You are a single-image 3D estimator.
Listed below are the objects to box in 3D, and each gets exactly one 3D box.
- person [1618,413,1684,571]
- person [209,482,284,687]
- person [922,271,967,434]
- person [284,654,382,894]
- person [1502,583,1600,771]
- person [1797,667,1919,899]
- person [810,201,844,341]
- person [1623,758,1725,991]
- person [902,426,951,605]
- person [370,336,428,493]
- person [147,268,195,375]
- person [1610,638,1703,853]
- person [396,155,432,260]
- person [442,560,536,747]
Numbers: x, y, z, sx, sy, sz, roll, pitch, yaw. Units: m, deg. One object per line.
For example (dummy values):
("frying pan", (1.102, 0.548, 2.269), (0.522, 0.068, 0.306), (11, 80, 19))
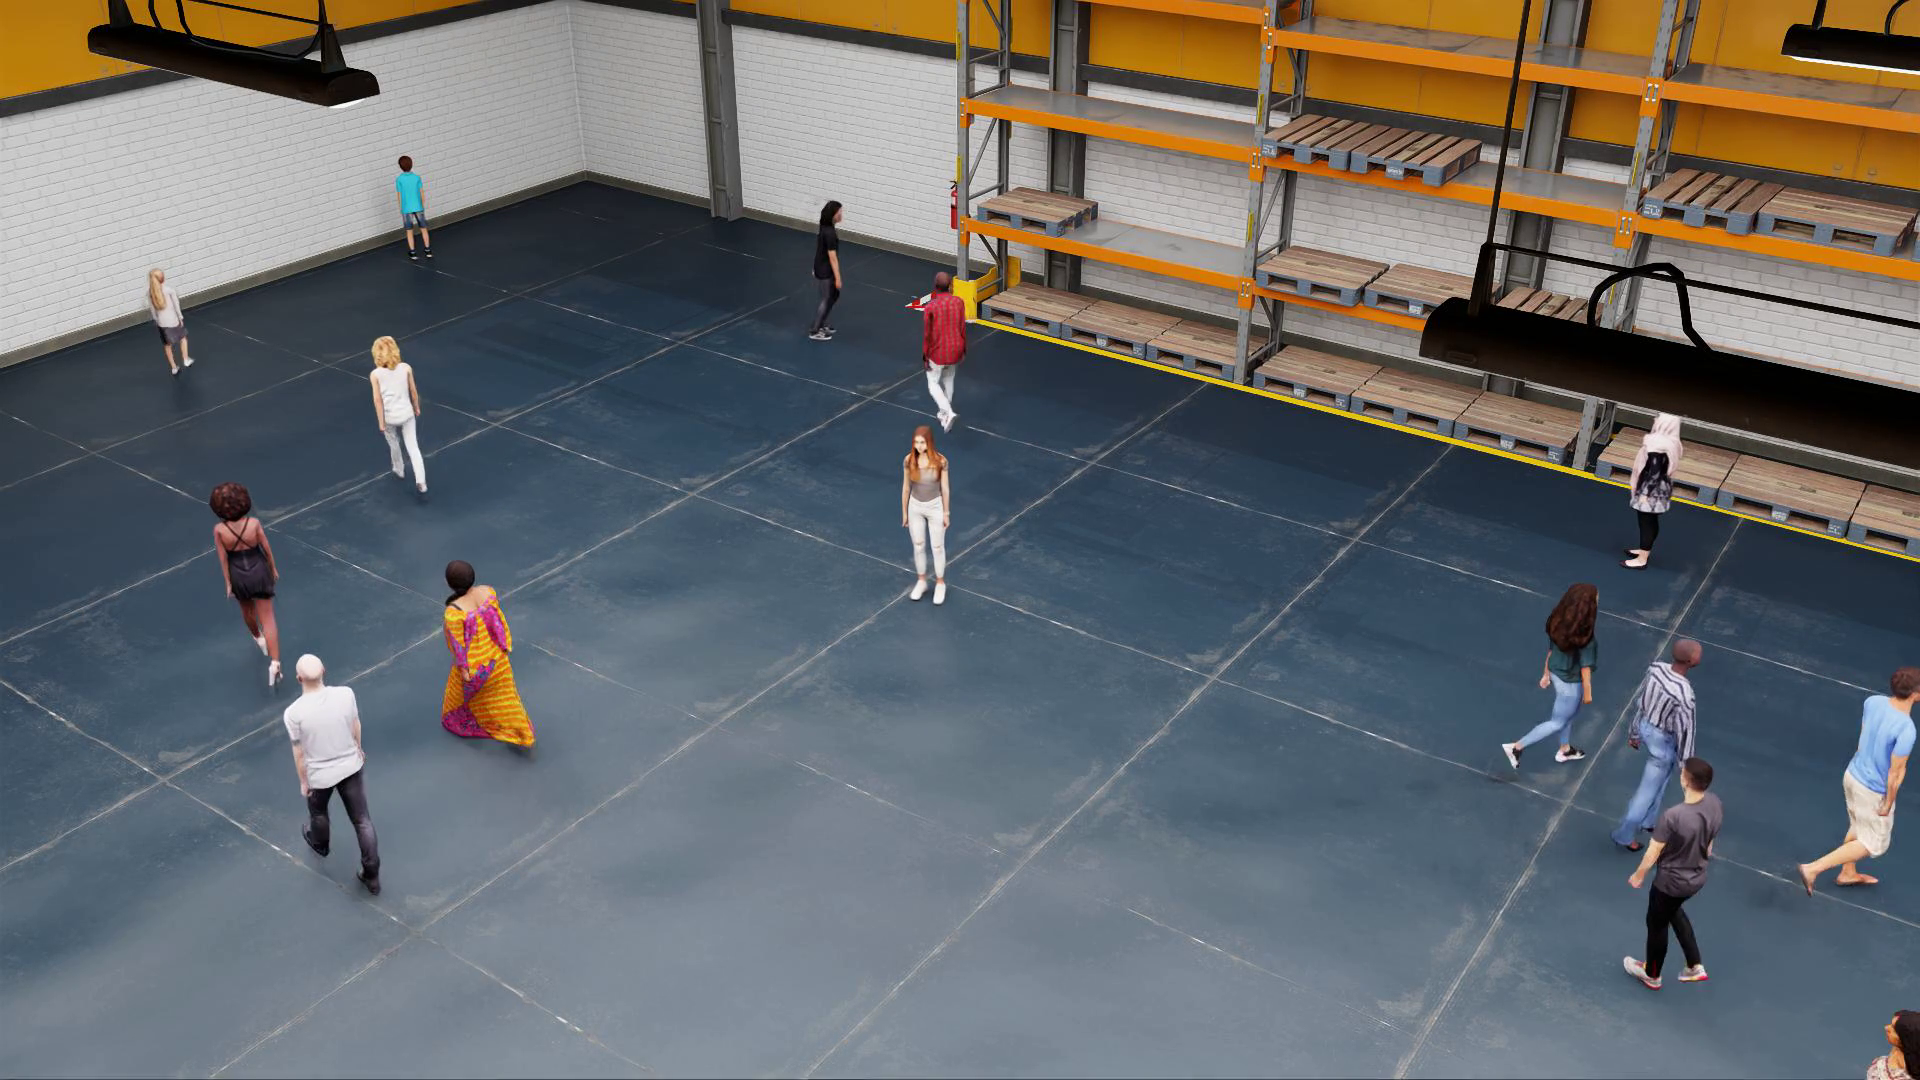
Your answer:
("person", (6.461, -0.489, 15.479), (0.593, 1.637, 0.618), (18, 33, 29))
("person", (-5.846, 0.392, 13.748), (0.949, 1.748, 1.147), (-12, 31, -21))
("person", (-0.145, -2.018, 18.108), (0.989, 1.805, 1.105), (-10, 30, -17))
("person", (-4.262, 1.645, 11.401), (0.867, 1.797, 1.206), (-23, 36, -35))
("person", (4.553, 1.082, 12.645), (1.049, 1.594, 1.007), (-7, 29, -12))
("person", (6.129, 1.670, 11.305), (1.076, 1.846, 0.985), (-3, 29, -5))
("person", (-1.715, -3.325, 20.515), (0.882, 1.795, 0.823), (-10, 30, -18))
("person", (4.568, 2.182, 10.464), (0.803, 1.751, 0.882), (-13, 31, -22))
("person", (-0.293, -0.254, 14.966), (0.595, 1.716, 0.722), (5, 29, 10))
("person", (-5.660, -1.228, 16.843), (0.920, 1.628, 1.194), (-16, 32, -26))
("person", (-9.394, -2.578, 19.703), (0.695, 1.260, 0.753), (-4, 29, -8))
("person", (4.845, 1.473, 11.736), (0.892, 1.778, 0.831), (-6, 29, -10))
("person", (-7.699, -4.686, 23.371), (0.581, 1.448, 0.595), (-16, 33, -27))
("person", (-3.703, 0.898, 12.926), (1.174, 1.648, 0.662), (20, 34, 32))
